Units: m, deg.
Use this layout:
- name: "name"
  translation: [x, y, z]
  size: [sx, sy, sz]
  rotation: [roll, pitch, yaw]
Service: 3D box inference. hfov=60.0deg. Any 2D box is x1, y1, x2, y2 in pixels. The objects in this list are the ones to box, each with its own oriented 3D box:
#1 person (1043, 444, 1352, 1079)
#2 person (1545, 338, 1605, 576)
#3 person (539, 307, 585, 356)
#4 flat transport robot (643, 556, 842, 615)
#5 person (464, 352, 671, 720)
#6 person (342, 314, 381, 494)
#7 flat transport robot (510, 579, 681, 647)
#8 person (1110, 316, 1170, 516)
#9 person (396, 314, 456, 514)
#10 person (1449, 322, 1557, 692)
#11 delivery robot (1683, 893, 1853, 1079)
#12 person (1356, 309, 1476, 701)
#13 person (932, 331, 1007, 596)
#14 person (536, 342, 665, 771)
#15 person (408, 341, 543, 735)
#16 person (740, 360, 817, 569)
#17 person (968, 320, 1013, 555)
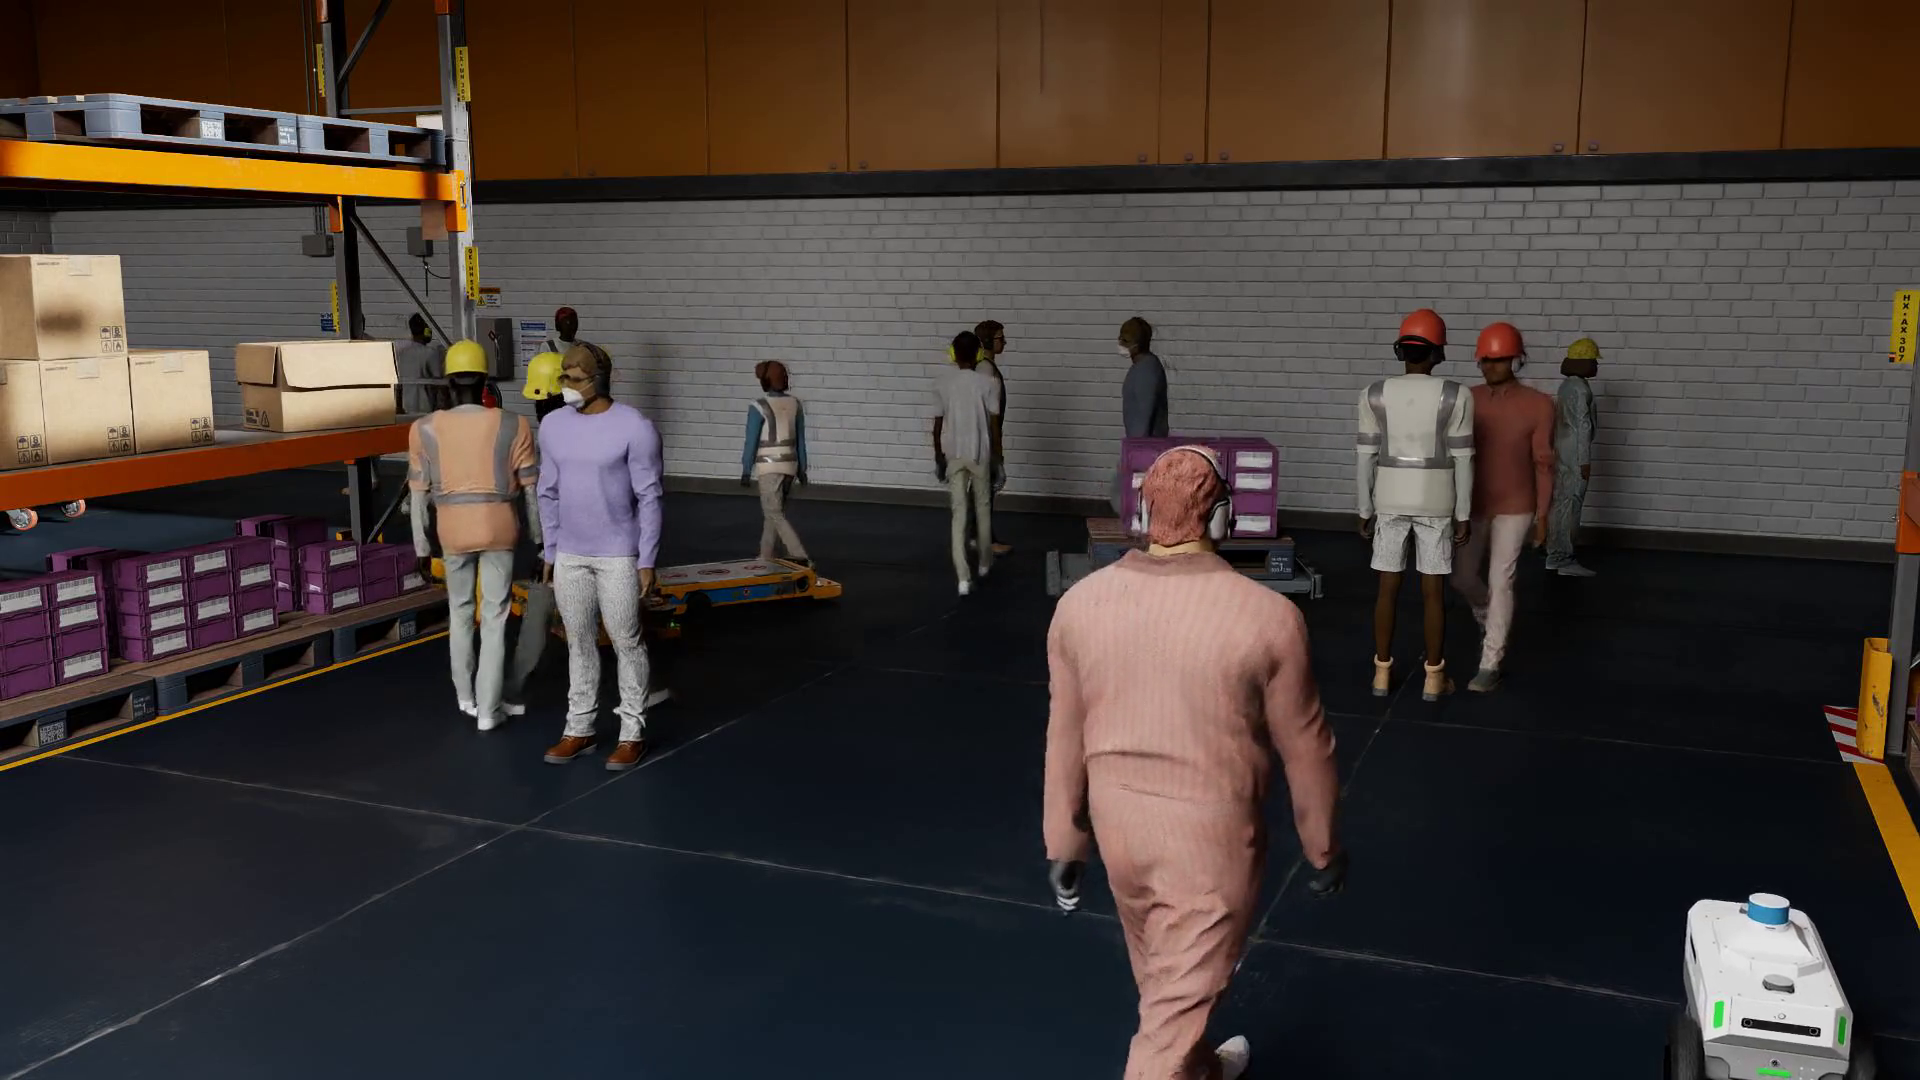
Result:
- name: "person"
  translation: [0.568, 0.700, 3.980]
  size: [0.656, 1.849, 1.016]
  rotation: [7, 12, 37]
- name: "person"
  translation: [4.539, -0.610, 12.238]
  size: [0.297, 1.743, 0.493]
  rotation: [0, 9, 1]
- name: "person"
  translation: [-3.693, -1.247, 15.671]
  size: [0.337, 1.882, 0.584]
  rotation: [7, 12, 35]
- name: "flat transport robot"
  translation: [-1.579, 0.299, 11.181]
  size: [1.431, 0.197, 0.652]
  rotation: [-6, 11, -31]
- name: "person"
  translation: [-1.924, -0.006, 8.258]
  size: [0.991, 1.858, 0.586]
  rotation: [-6, 11, -31]
- name: "person"
  translation: [-6.008, -1.375, 16.576]
  size: [0.429, 1.842, 0.636]
  rotation: [0, 9, 2]
- name: "flat transport robot"
  translation: [-2.320, 0.425, 10.419]
  size: [0.652, 0.197, 1.431]
  rotation: [-6, 11, -31]
- name: "person"
  translation: [1.266, -0.601, 11.655]
  size: [0.450, 1.917, 0.660]
  rotation: [1, 9, 6]
- name: "person"
  translation: [-4.901, -1.178, 15.447]
  size: [0.541, 1.826, 0.941]
  rotation: [6, 11, 32]
- name: "person"
  translation: [2.925, -0.195, 9.036]
  size: [0.622, 1.978, 0.675]
  rotation: [7, 12, 37]
- name: "delivery robot"
  translation: [2.187, 1.207, 4.533]
  size: [0.477, 0.478, 0.707]
  rotation: [3, 10, 19]
- name: "person"
  translation: [2.384, -0.180, 8.722]
  size: [0.605, 2.045, 0.378]
  rotation: [5, 10, 26]
- name: "person"
  translation: [0.079, -0.553, 11.696]
  size: [0.530, 1.807, 1.006]
  rotation: [1, 9, 7]
- name: "person"
  translation: [-1.625, 0.076, 7.509]
  size: [0.629, 1.934, 0.377]
  rotation: [4, 10, 22]
- name: "person"
  translation: [-2.364, -0.030, 8.244]
  size: [0.608, 1.898, 0.746]
  rotation: [-1, 9, -4]
- name: "person"
  translation: [-1.297, -0.492, 11.954]
  size: [0.797, 1.602, 0.525]
  rotation: [7, 12, 37]
- name: "person"
  translation: [0.222, -0.810, 13.139]
  size: [0.345, 1.847, 0.504]
  rotation: [-2, 10, -10]
